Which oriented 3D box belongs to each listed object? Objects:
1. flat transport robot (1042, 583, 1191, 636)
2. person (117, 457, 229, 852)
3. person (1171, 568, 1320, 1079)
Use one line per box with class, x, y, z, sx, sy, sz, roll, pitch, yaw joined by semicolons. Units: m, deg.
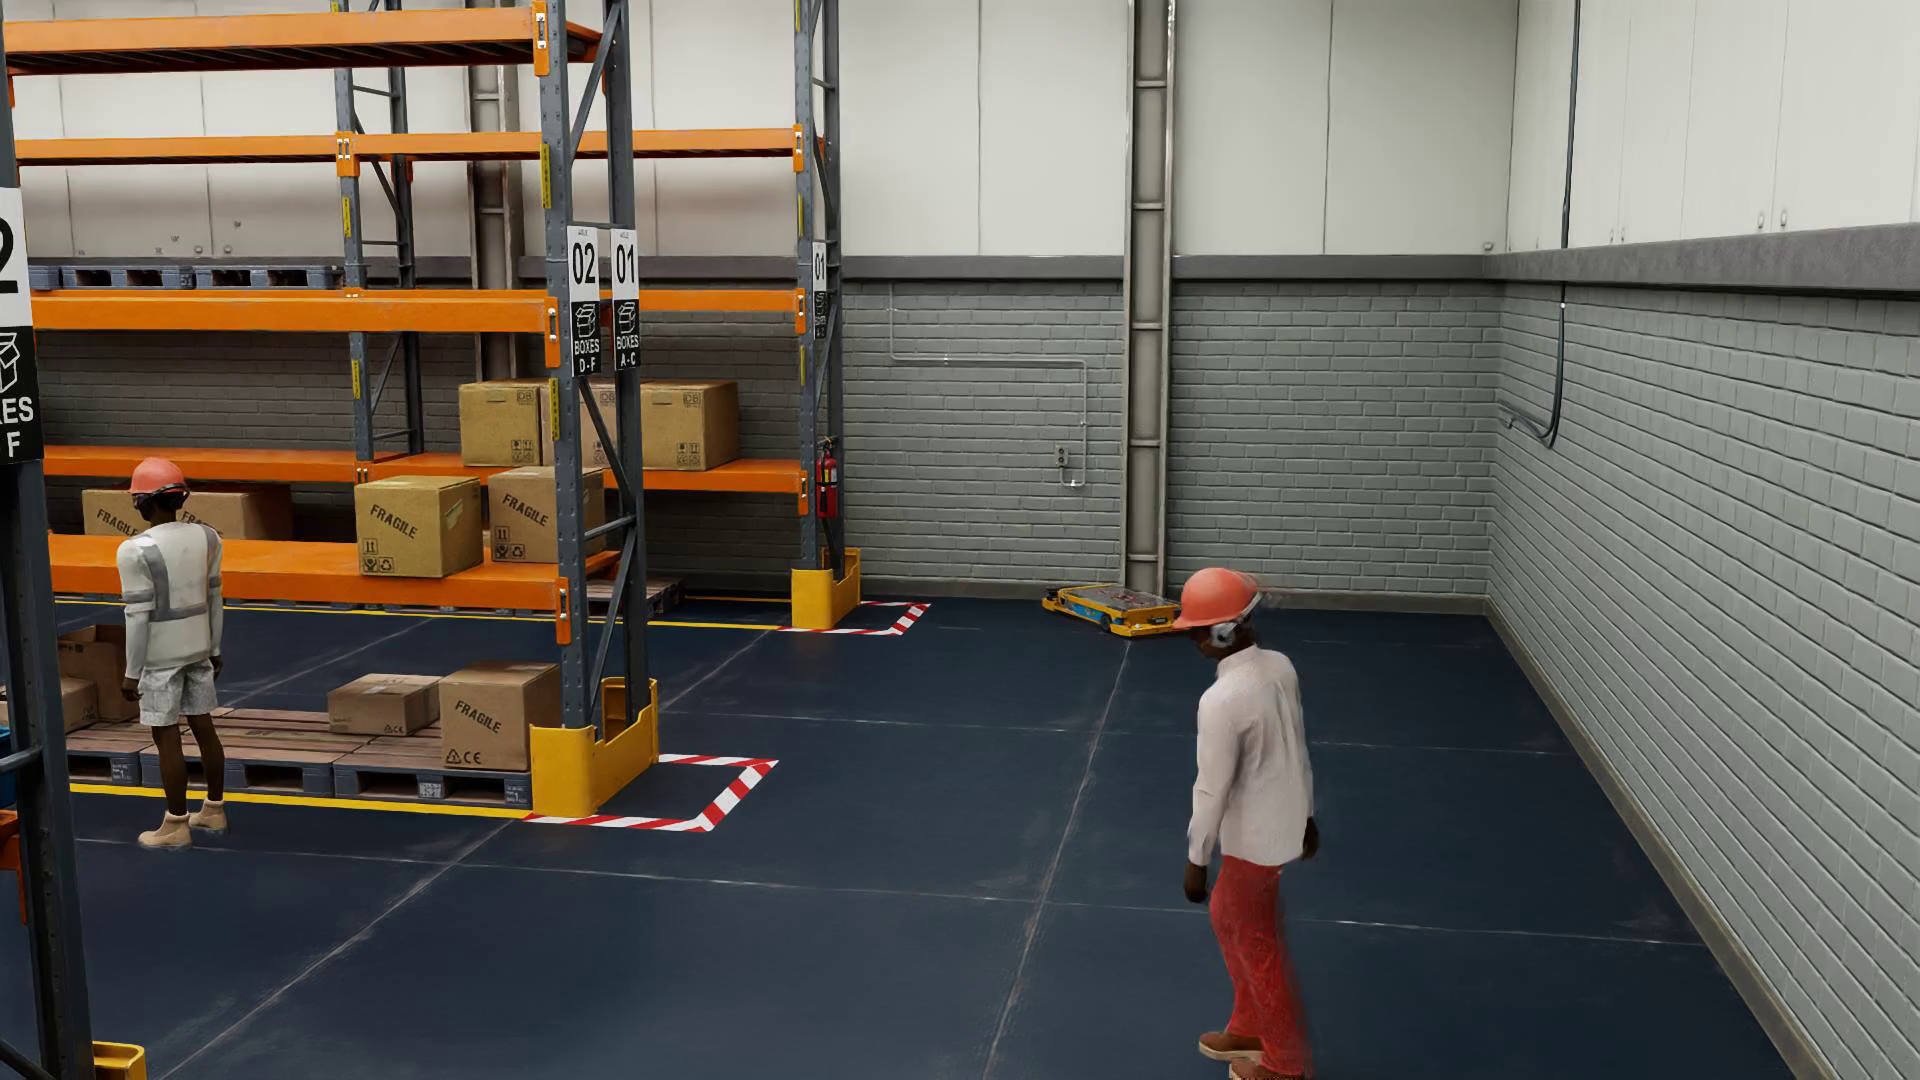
flat transport robot;1.338;0.575;14.192;0.652;0.197;1.431;-5;10;-27
person;-4.096;0.588;8.627;0.373;2.042;0.614;4;10;21
person;1.004;1.058;5.993;0.626;1.954;0.668;6;11;31
